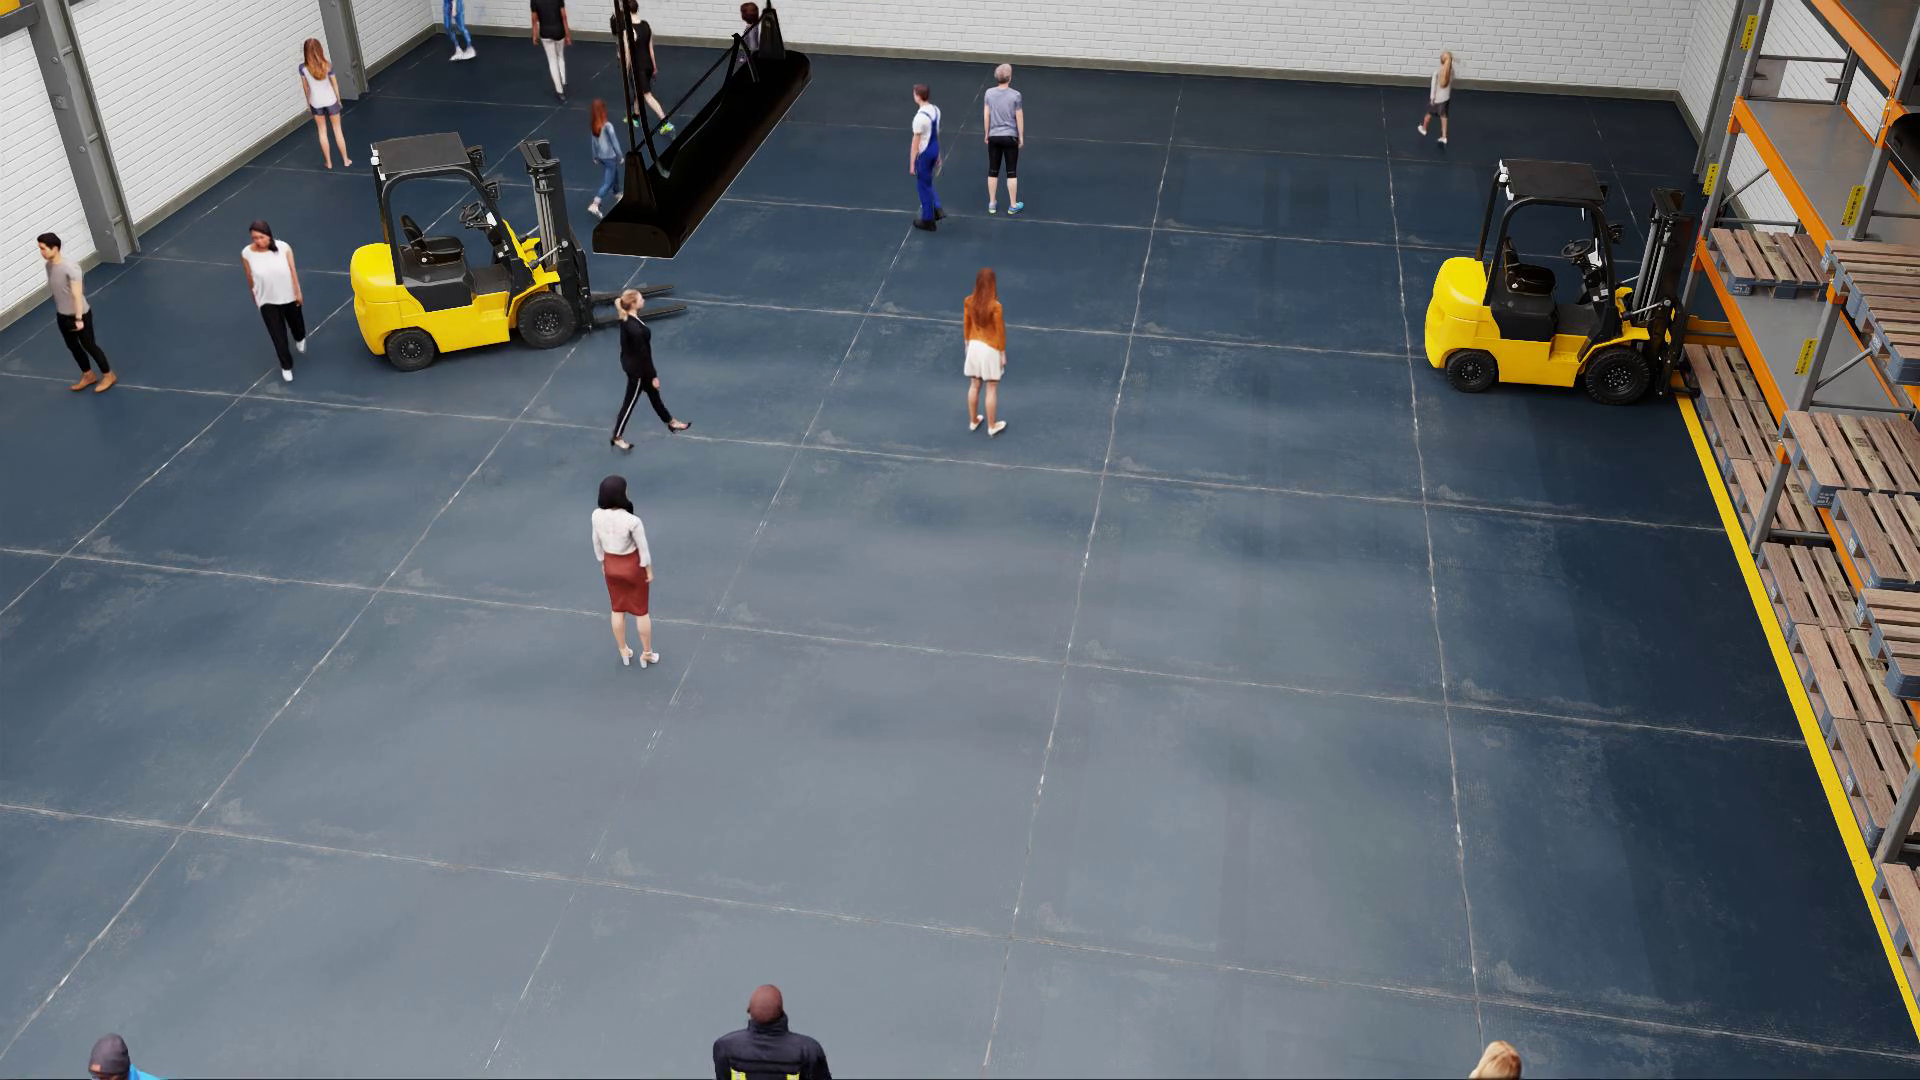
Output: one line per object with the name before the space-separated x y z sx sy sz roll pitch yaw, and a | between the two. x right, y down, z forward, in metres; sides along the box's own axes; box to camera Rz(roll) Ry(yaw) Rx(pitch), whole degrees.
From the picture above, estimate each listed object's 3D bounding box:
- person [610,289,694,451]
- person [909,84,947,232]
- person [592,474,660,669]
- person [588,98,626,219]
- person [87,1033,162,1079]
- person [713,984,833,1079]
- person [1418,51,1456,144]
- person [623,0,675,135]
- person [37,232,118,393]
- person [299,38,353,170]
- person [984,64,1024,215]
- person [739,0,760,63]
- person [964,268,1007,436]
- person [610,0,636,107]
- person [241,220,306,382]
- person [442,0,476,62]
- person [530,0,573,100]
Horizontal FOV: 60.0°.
person | -3.160 -1.557 15.827 1.080 1.654 1.102 -15 36 -21
person | -0.323 -4.646 20.309 0.834 1.837 0.772 21 39 29
person | -2.616 0.254 13.014 0.609 1.751 0.529 9 35 13
person | -4.469 -4.763 20.833 0.884 1.452 1.054 27 42 34
person | -4.131 3.137 8.649 0.655 1.783 0.685 3 34 4
person | -0.988 3.084 8.730 0.784 1.781 1.135 4 34 5
person | 6.693 -6.117 23.056 0.682 1.246 0.944 -5 34 -7
person | -4.380 -6.538 23.146 1.053 1.847 1.251 19 38 26
person | -8.986 -2.332 16.936 0.693 1.717 0.706 17 37 23
person | -8.482 -5.816 22.166 0.686 1.729 0.688 -9 35 -14
person | 0.545 -5.015 20.822 0.681 1.884 0.612 10 35 14
person | -2.826 -6.768 23.652 0.665 1.670 1.021 5 34 8
person | 0.236 -1.825 16.175 0.687 1.714 0.684 20 39 27
person | -4.730 -7.118 24.124 0.844 1.731 0.748 0 34 -1
person | -7.082 -2.551 17.309 0.950 1.668 1.085 -12 35 -17
person | -7.865 -8.342 25.954 0.832 1.744 0.759 -24 40 -31
person | -5.976 -7.373 24.459 0.939 1.785 1.020 -15 36 -21
